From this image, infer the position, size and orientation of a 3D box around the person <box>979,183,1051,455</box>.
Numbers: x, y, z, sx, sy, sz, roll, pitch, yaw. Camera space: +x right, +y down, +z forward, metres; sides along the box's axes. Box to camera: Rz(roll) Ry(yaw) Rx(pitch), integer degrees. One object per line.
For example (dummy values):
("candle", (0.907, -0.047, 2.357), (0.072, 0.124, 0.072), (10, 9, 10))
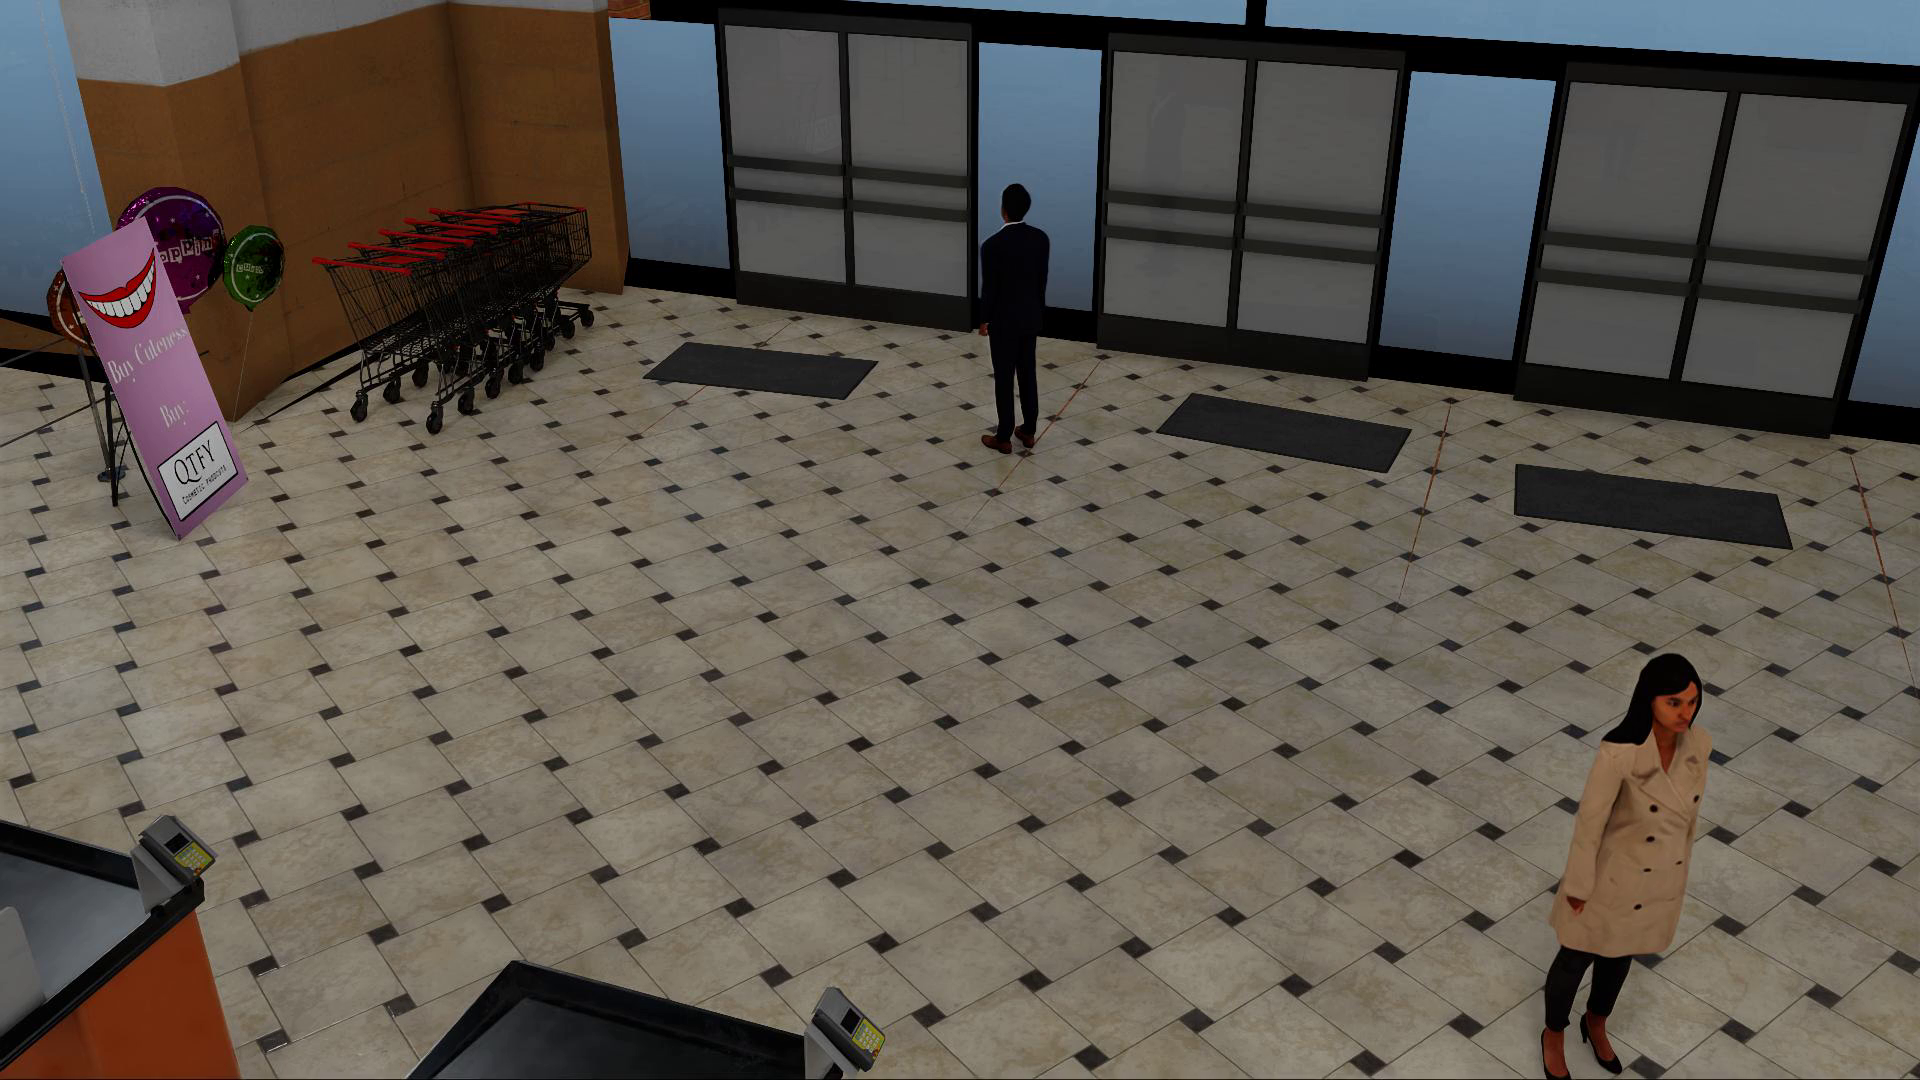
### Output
("person", (0.342, -1.381, 10.450), (0.683, 1.728, 0.767), (-15, 31, -27))

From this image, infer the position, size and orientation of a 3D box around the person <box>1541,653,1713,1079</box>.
("person", (2.225, 1.115, 5.578), (0.714, 1.682, 0.732), (-7, 28, -14))
